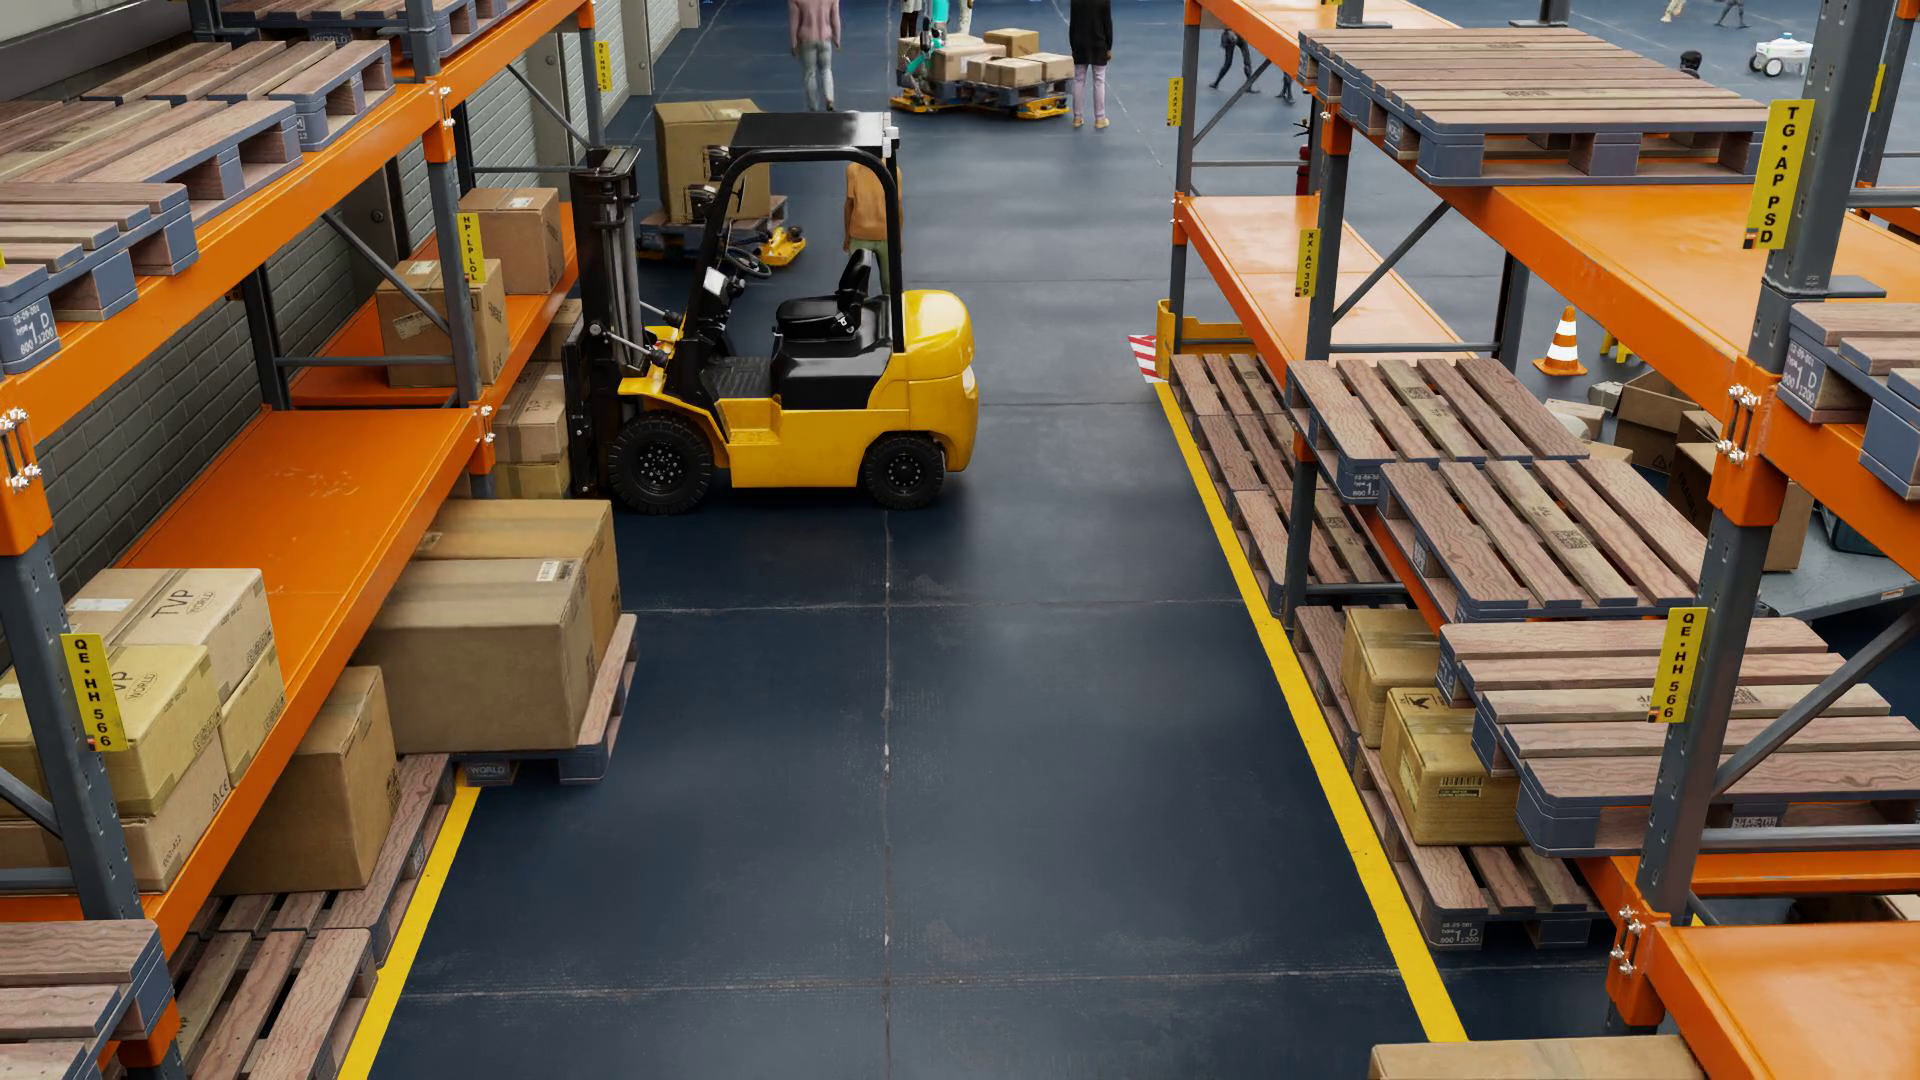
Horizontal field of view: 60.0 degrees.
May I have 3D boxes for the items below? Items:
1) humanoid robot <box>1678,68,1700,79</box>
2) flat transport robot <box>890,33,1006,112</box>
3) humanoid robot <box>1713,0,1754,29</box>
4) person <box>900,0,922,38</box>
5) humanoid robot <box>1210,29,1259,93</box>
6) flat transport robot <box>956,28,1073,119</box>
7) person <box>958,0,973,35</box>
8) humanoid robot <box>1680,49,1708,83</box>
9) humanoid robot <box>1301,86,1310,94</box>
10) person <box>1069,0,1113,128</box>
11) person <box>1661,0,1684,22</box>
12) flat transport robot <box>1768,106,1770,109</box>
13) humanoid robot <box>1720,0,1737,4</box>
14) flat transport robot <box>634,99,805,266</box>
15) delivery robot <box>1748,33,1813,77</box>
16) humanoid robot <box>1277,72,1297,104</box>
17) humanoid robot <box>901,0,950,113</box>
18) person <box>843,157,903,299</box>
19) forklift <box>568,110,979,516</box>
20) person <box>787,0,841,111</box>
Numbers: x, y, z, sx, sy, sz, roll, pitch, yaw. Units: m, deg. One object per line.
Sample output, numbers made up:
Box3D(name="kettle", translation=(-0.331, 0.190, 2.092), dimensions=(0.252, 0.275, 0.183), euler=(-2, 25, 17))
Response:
Box3D(name="humanoid robot", translation=(6.165, -3.322, 14.679), dimensions=(0.441, 1.644, 0.616), euler=(1, 25, 2))
Box3D(name="flat transport robot", translation=(-0.127, -5.696, 21.367), dimensions=(1.431, 0.231, 0.659), euler=(-15, 29, -28))
Box3D(name="humanoid robot", translation=(12.828, -9.224, 27.217), dimensions=(0.660, 1.639, 0.609), euler=(16, 30, 31))
Box3D(name="person", translation=(-0.719, -8.179, 24.716), dimensions=(0.377, 1.899, 0.540), euler=(13, 28, 25))
Box3D(name="humanoid robot", translation=(3.680, -6.750, 21.993), dimensions=(0.609, 1.627, 0.627), euler=(-20, 32, -35))
Box3D(name="flat transport robot", translation=(0.635, -5.541, 21.038), dimensions=(1.431, 0.231, 0.659), euler=(22, 33, 38))
Box3D(name="person", translation=(0.116, -8.078, 24.683), dimensions=(0.346, 1.743, 0.561), euler=(-4, 26, -8))
Box3D(name="humanoid robot", translation=(6.682, -3.753, 15.607), dimensions=(0.466, 1.630, 0.585), euler=(-16, 30, -30))
Box3D(name="humanoid robot", translation=(4.029, -4.989, 18.175), dimensions=(0.665, 1.818, 0.537), euler=(-4, 26, -8))
Box3D(name="person", translation=(1.563, -5.877, 19.891), dimensions=(0.530, 1.856, 0.405), euler=(8, 26, 17))
Box3D(name="person", translation=(12.151, -9.647, 27.883), dimensions=(0.577, 1.849, 0.693), euler=(21, 33, 37))
Box3D(name="flat transport robot", translation=(8.339, -3.970, 17.710), dimensions=(1.431, 0.231, 0.659), euler=(-5, 26, -11))
Box3D(name="humanoid robot", translation=(13.931, -10.528, 29.987), dimensions=(0.551, 1.876, 0.827), euler=(-8, 26, -16))
Box3D(name="flat transport robot", translation=(-2.168, -2.670, 14.957), dimensions=(1.431, 0.231, 0.659), euler=(4, 26, 9))
Box3D(name="delivery robot", translation=(11.572, -6.827, 23.416), dimensions=(0.754, 0.587, 0.524), euler=(-1, 25, -3))
Box3D(name="humanoid robot", translation=(4.288, -6.434, 21.300), dimensions=(0.619, 1.626, 0.677), euler=(-14, 28, -26))
Box3D(name="humanoid robot", translation=(-0.454, -6.166, 20.668), dimensions=(0.669, 1.817, 0.542), euler=(14, 29, 27))
Box3D(name="person", translation=(-0.643, -2.226, 12.321), dimensions=(0.449, 1.718, 0.356), euler=(4, 26, 8))
Box3D(name="forklift", translation=(-1.043, -1.379, 9.976), dimensions=(2.313, 2.155, 1.214), euler=(-1, 25, -2))
Box3D(name="person", translation=(-1.763, -6.065, 20.216), dimensions=(0.652, 1.913, 0.528), euler=(-9, 27, -18))
